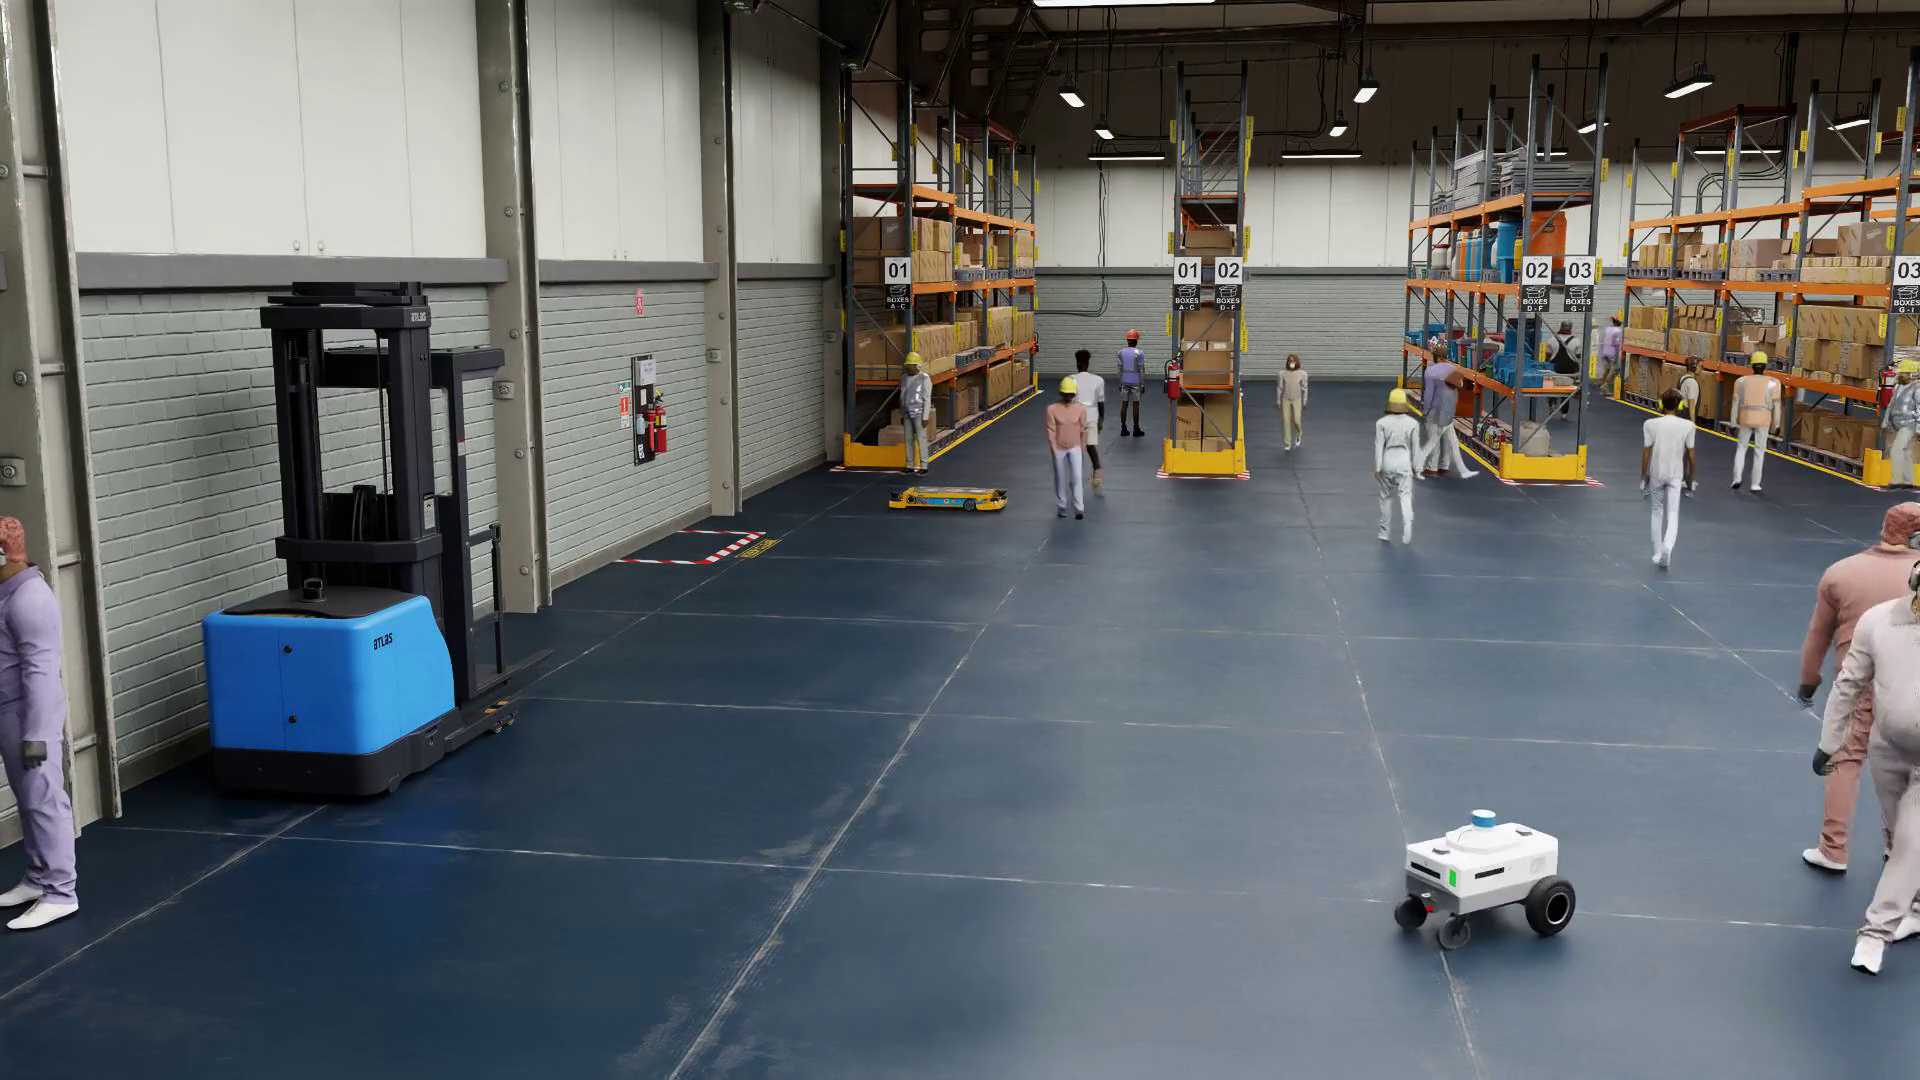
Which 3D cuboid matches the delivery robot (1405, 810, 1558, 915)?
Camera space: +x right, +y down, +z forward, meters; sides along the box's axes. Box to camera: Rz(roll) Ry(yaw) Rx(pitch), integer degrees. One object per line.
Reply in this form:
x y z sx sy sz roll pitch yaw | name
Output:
2.391 1.483 7.628 0.707 0.478 0.477 -5 10 -28 | delivery robot

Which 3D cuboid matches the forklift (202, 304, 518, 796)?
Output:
-3.673 -0.038 10.147 1.129 2.768 1.873 1 9 9 | forklift

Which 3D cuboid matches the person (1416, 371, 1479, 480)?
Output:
7.001 -1.644 23.928 0.894 1.573 0.575 6 11 35 | person

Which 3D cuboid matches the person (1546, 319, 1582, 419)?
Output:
12.347 -3.488 34.011 0.695 2.000 0.542 4 10 25 | person

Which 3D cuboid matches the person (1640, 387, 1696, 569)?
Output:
7.184 -0.630 16.884 0.515 1.842 0.805 4 10 23 | person

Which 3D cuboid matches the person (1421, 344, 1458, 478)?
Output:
7.004 -1.894 24.358 0.632 1.940 0.372 -6 11 -31 | person

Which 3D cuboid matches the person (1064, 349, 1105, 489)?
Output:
1.718 -1.648 22.853 0.613 1.945 0.757 -2 9 -12 | person

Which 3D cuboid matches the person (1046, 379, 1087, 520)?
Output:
1.289 -1.089 20.097 0.504 1.712 0.960 -1 9 -3 | person

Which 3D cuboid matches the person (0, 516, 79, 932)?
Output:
-4.346 0.831 7.671 0.401 1.905 0.642 -7 12 -37 | person

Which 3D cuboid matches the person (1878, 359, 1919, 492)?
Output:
12.786 -1.553 22.678 0.687 1.808 0.591 1 9 3 | person

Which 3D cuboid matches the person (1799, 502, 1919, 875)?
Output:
4.633 0.728 8.380 0.712 1.877 0.669 8 12 40 | person

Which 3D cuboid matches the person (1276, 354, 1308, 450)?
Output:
5.580 -2.325 27.998 0.508 1.621 0.372 3 10 20 | person

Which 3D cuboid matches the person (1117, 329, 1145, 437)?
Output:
3.140 -2.870 30.386 0.545 1.938 0.359 6 11 32 | person

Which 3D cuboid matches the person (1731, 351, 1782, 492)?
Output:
10.840 -1.608 22.649 0.608 1.920 0.441 6 11 33 | person

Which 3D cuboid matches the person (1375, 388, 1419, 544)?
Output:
4.841 -0.817 18.412 0.491 1.719 0.769 0 9 3 | person

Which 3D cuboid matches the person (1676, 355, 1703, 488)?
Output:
10.143 -1.655 23.183 0.337 1.844 0.513 1 9 5 | person

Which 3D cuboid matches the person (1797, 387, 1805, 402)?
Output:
18.133 -3.720 35.980 0.650 1.825 0.461 8 12 42 | person

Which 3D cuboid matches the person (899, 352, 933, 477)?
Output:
-0.667 -1.849 24.457 0.595 1.823 0.403 9 13 43 | person

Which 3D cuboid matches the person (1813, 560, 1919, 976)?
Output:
4.092 0.933 7.179 0.911 1.844 0.741 -7 11 -36 | person

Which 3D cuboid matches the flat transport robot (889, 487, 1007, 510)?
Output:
-0.145 -0.540 21.271 1.431 0.197 0.652 1 9 9 | flat transport robot

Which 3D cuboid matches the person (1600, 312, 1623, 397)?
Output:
15.595 -4.430 39.752 0.481 2.015 0.657 -3 10 -17 | person

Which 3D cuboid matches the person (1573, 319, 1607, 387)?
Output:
16.439 -4.875 43.241 0.957 1.788 0.597 5 11 30 | person
